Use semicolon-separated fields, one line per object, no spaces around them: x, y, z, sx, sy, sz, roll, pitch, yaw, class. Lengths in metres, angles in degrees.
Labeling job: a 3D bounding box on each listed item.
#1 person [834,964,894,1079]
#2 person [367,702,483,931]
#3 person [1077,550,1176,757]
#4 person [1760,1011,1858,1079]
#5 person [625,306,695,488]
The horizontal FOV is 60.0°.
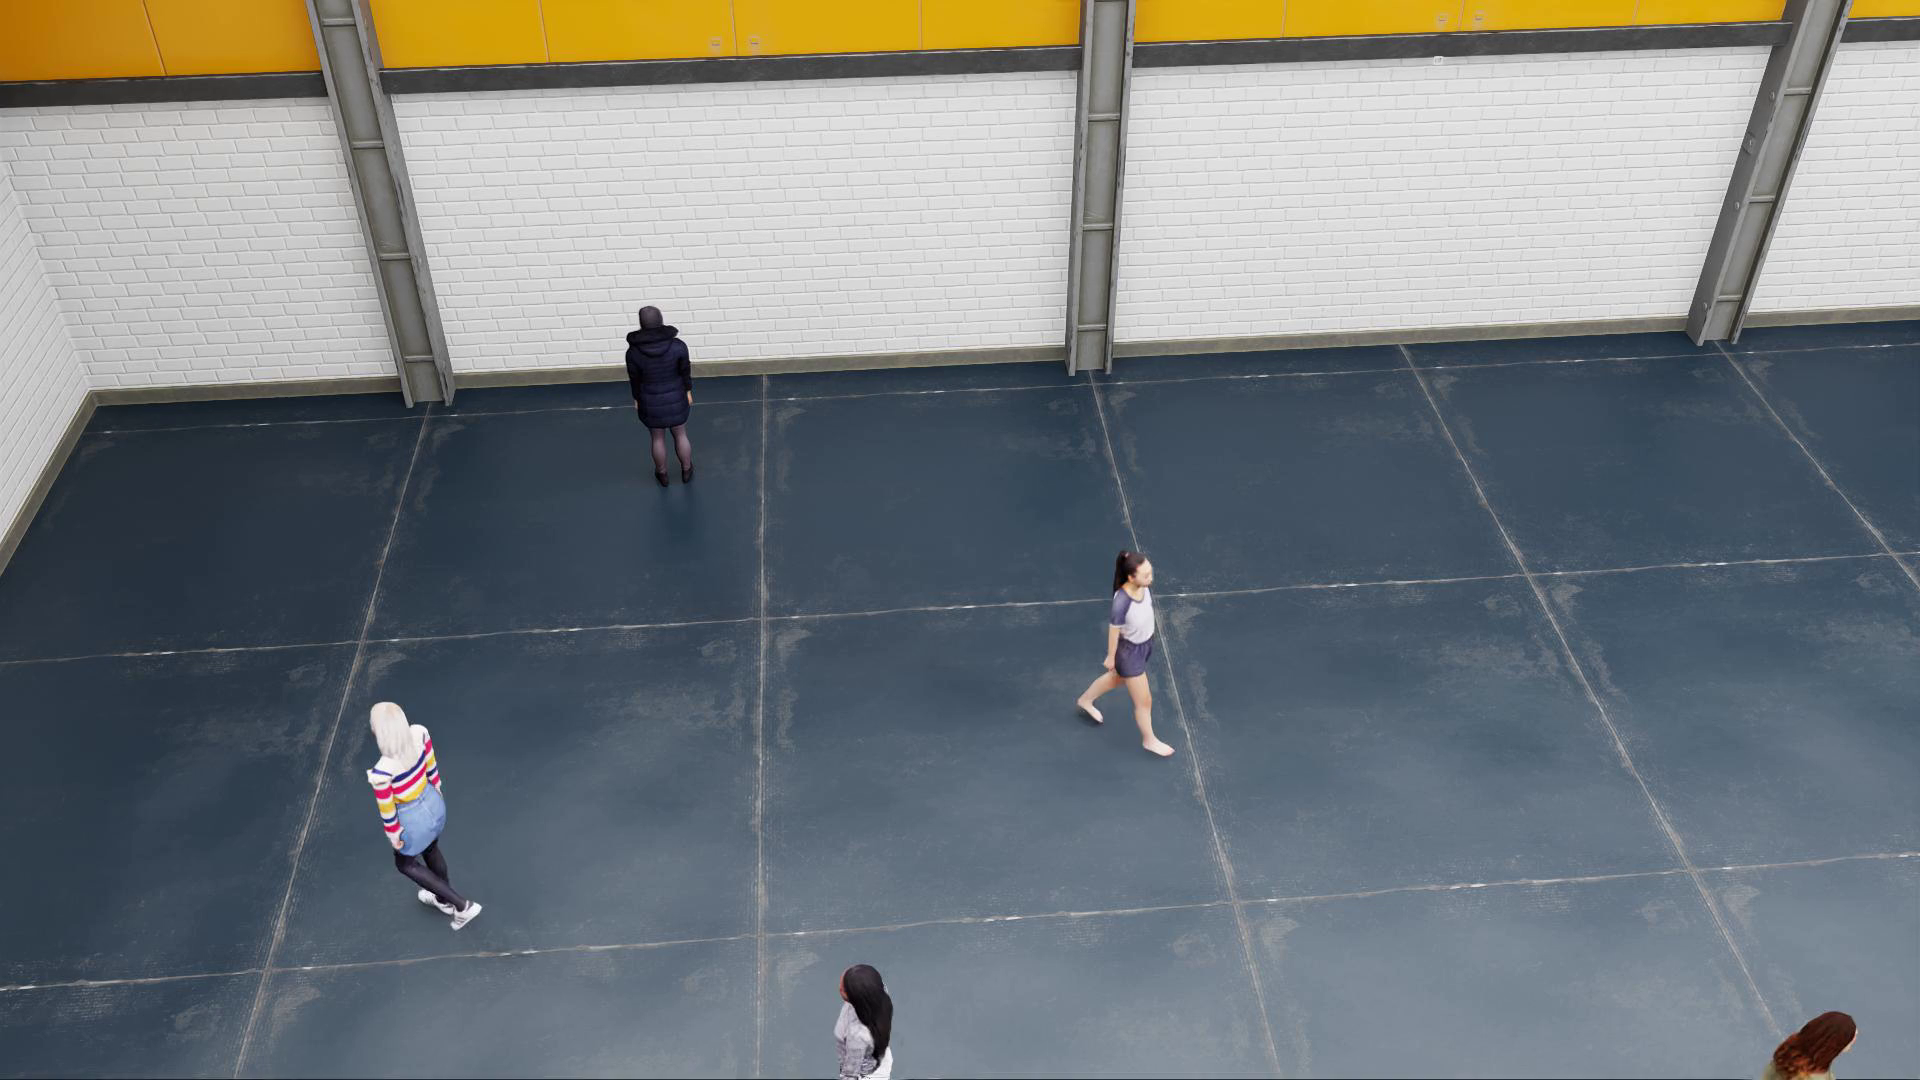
-0.402;2.776;8.590;0.773;1.712;0.697;6;39;8;person
-3.171;1.666;9.910;0.949;1.799;0.859;17;42;20;person
1.078;0.722;11.242;1.103;1.613;0.951;19;43;23;person
4.187;2.941;8.586;0.884;1.460;0.784;17;42;20;person
-2.431;-1.172;13.564;0.622;1.674;0.764;-8;39;-10;person
